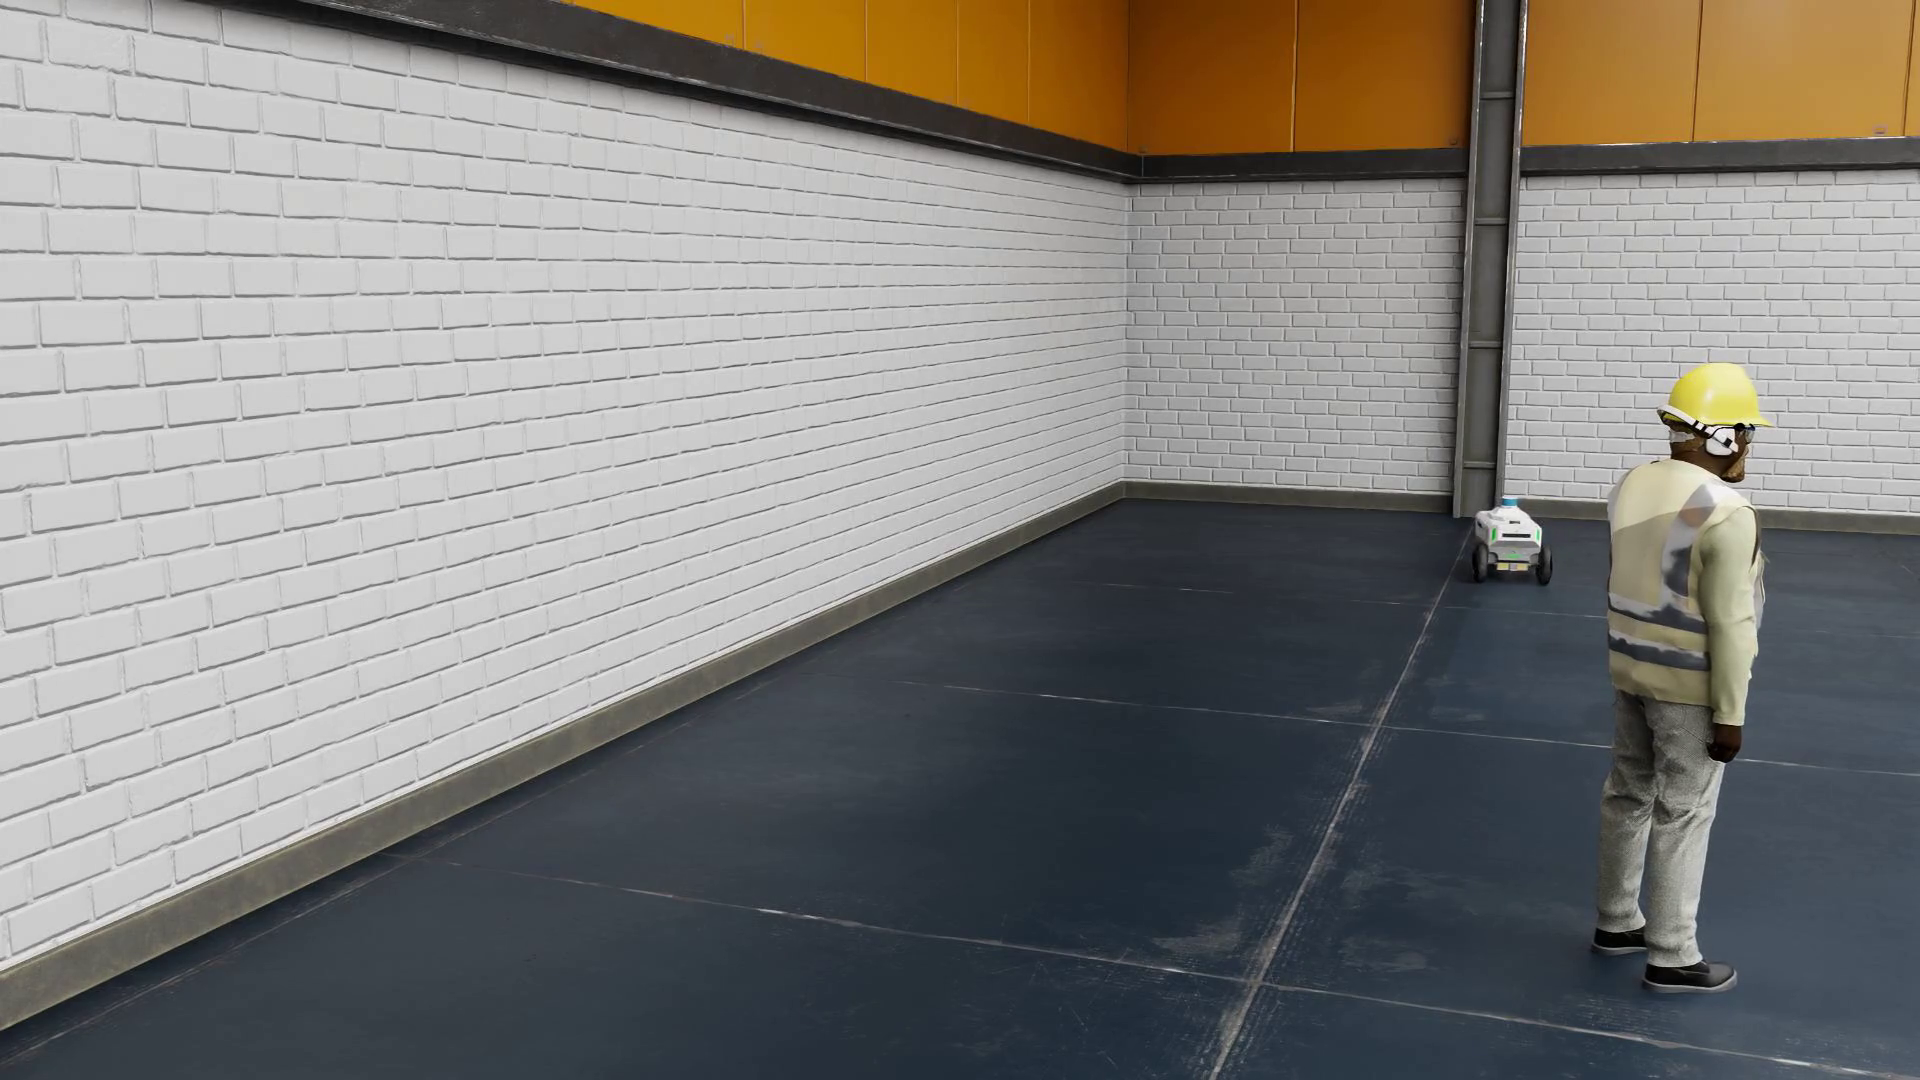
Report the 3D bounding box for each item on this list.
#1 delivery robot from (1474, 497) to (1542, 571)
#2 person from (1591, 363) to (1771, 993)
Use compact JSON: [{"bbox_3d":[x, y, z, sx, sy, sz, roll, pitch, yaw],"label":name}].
[{"bbox_3d":[3.735,-0.054,11.352,0.477,0.478,0.707,1,9,8],"label":"delivery robot"},{"bbox_3d":[2.101,0.400,4.840,0.403,1.825,0.591,-2,9,-12],"label":"person"}]
